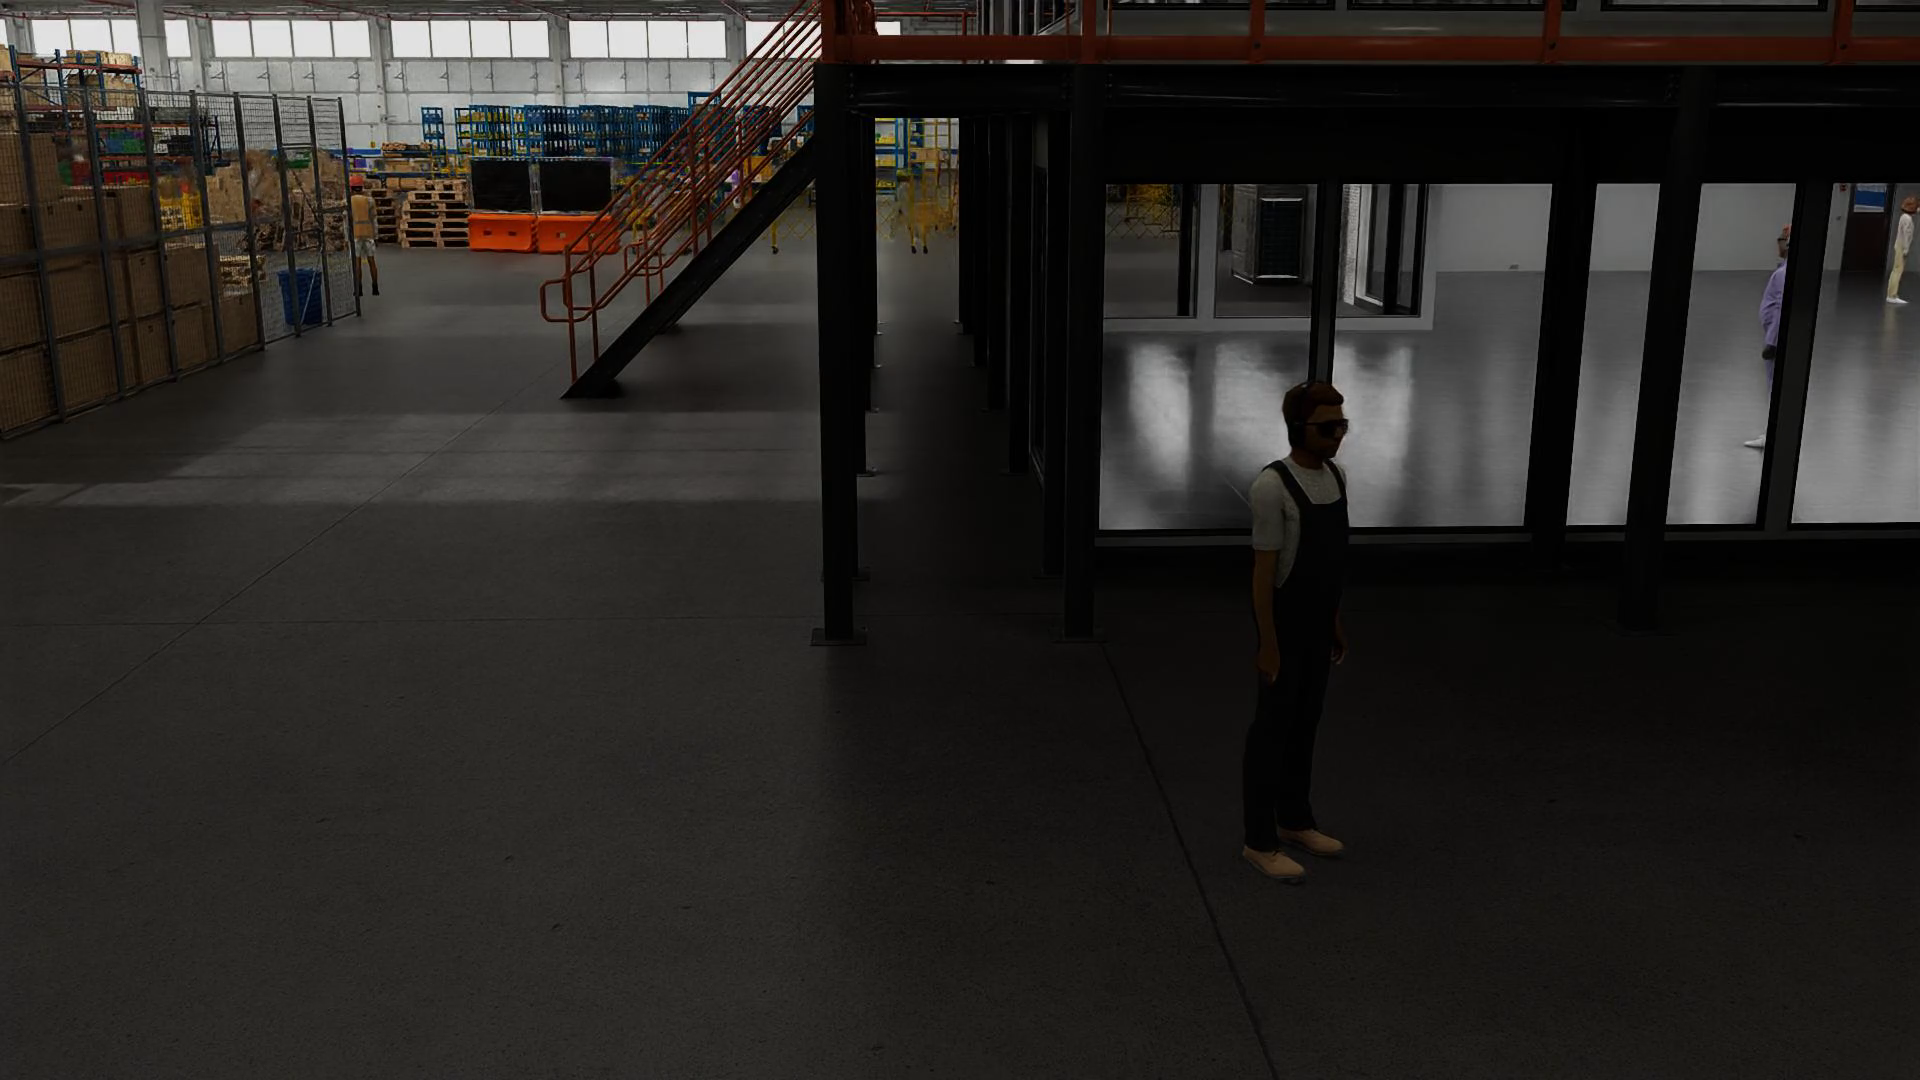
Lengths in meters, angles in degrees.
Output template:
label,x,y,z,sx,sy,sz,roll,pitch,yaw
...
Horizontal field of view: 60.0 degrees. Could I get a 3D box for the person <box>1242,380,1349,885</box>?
label,x,y,z,sx,sy,sz,roll,pitch,yaw
person,1.252,0.330,6.112,0.345,1.846,0.508,13,19,42

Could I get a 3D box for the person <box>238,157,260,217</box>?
label,x,y,z,sx,sy,sz,roll,pitch,yaw
person,-17.222,-8.332,40.496,0.625,1.975,0.742,9,16,31

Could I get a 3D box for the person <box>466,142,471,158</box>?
label,x,y,z,sx,sy,sz,roll,pitch,yaw
person,-27.476,-21.449,93.370,0.590,1.729,0.586,-1,14,-2

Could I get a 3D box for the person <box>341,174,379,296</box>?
label,x,y,z,sx,sy,sz,roll,pitch,yaw
person,-9.696,-4.926,26.924,0.545,1.942,0.353,-8,16,-29

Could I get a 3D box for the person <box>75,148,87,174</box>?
label,x,y,z,sx,sy,sz,roll,pitch,yaw
person,-32.936,-13.766,62.438,0.650,1.866,0.983,11,18,38

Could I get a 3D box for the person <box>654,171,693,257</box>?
label,x,y,z,sx,sy,sz,roll,pitch,yaw
person,-6.035,-6.799,34.728,0.958,1.775,0.597,1,14,6

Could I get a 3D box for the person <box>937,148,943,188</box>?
label,x,y,z,sx,sy,sz,roll,pitch,yaw
person,-0.929,-16.226,72.448,0.312,1.769,0.522,4,15,15

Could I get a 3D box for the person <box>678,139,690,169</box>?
label,x,y,z,sx,sy,sz,roll,pitch,yaw
person,-13.755,-18.964,82.930,0.610,1.982,1.058,-2,14,-7

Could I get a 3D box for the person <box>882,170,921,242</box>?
label,x,y,z,sx,sy,sz,roll,pitch,yaw
person,-1.349,-7.881,39.253,0.918,1.684,0.492,-3,14,-11

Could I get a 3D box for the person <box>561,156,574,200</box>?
label,x,y,z,sx,sy,sz,roll,pitch,yaw
person,-14.447,-13.363,61.332,0.513,1.592,0.820,-1,14,-6

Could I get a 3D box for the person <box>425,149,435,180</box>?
label,x,y,z,sx,sy,sz,roll,pitch,yaw
person,-21.803,-15.222,68.325,0.550,1.817,0.615,-6,15,-22

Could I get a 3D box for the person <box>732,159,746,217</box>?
label,x,y,z,sx,sy,sz,roll,pitch,yaw
person,-5.605,-8.769,42.294,0.375,1.935,0.551,1,14,4

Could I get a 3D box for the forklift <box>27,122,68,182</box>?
label,x,y,z,sx,sy,sz,roll,pitch,yaw
forklift,-35.376,-14.773,64.377,1.129,2.768,1.873,-1,14,-2
